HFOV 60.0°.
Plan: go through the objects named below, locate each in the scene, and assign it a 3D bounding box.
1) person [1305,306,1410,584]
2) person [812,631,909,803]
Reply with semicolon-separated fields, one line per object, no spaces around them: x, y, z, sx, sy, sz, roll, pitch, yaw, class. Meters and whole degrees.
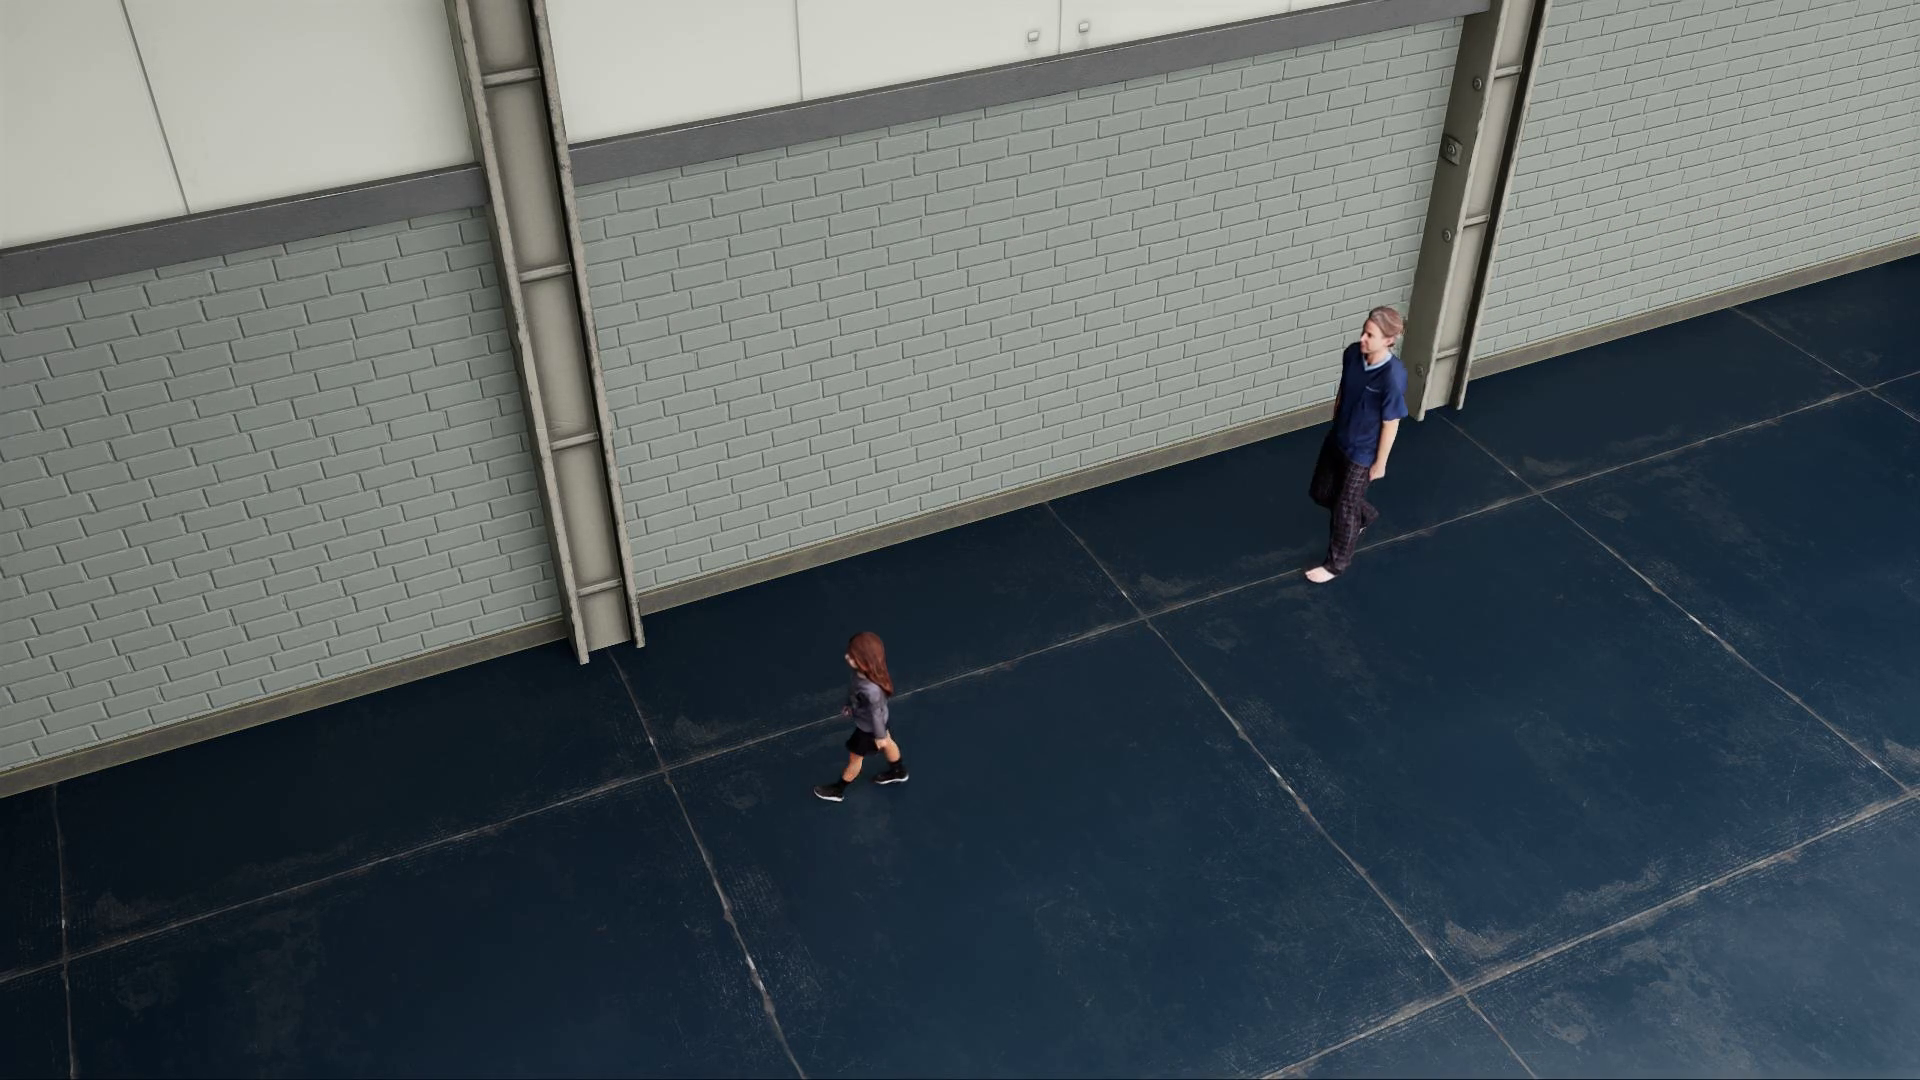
2.413;-0.577;9.850;0.777;1.862;0.660;-16;41;-20;person
-0.413;0.899;8.597;0.788;1.082;0.586;-7;39;-9;person
